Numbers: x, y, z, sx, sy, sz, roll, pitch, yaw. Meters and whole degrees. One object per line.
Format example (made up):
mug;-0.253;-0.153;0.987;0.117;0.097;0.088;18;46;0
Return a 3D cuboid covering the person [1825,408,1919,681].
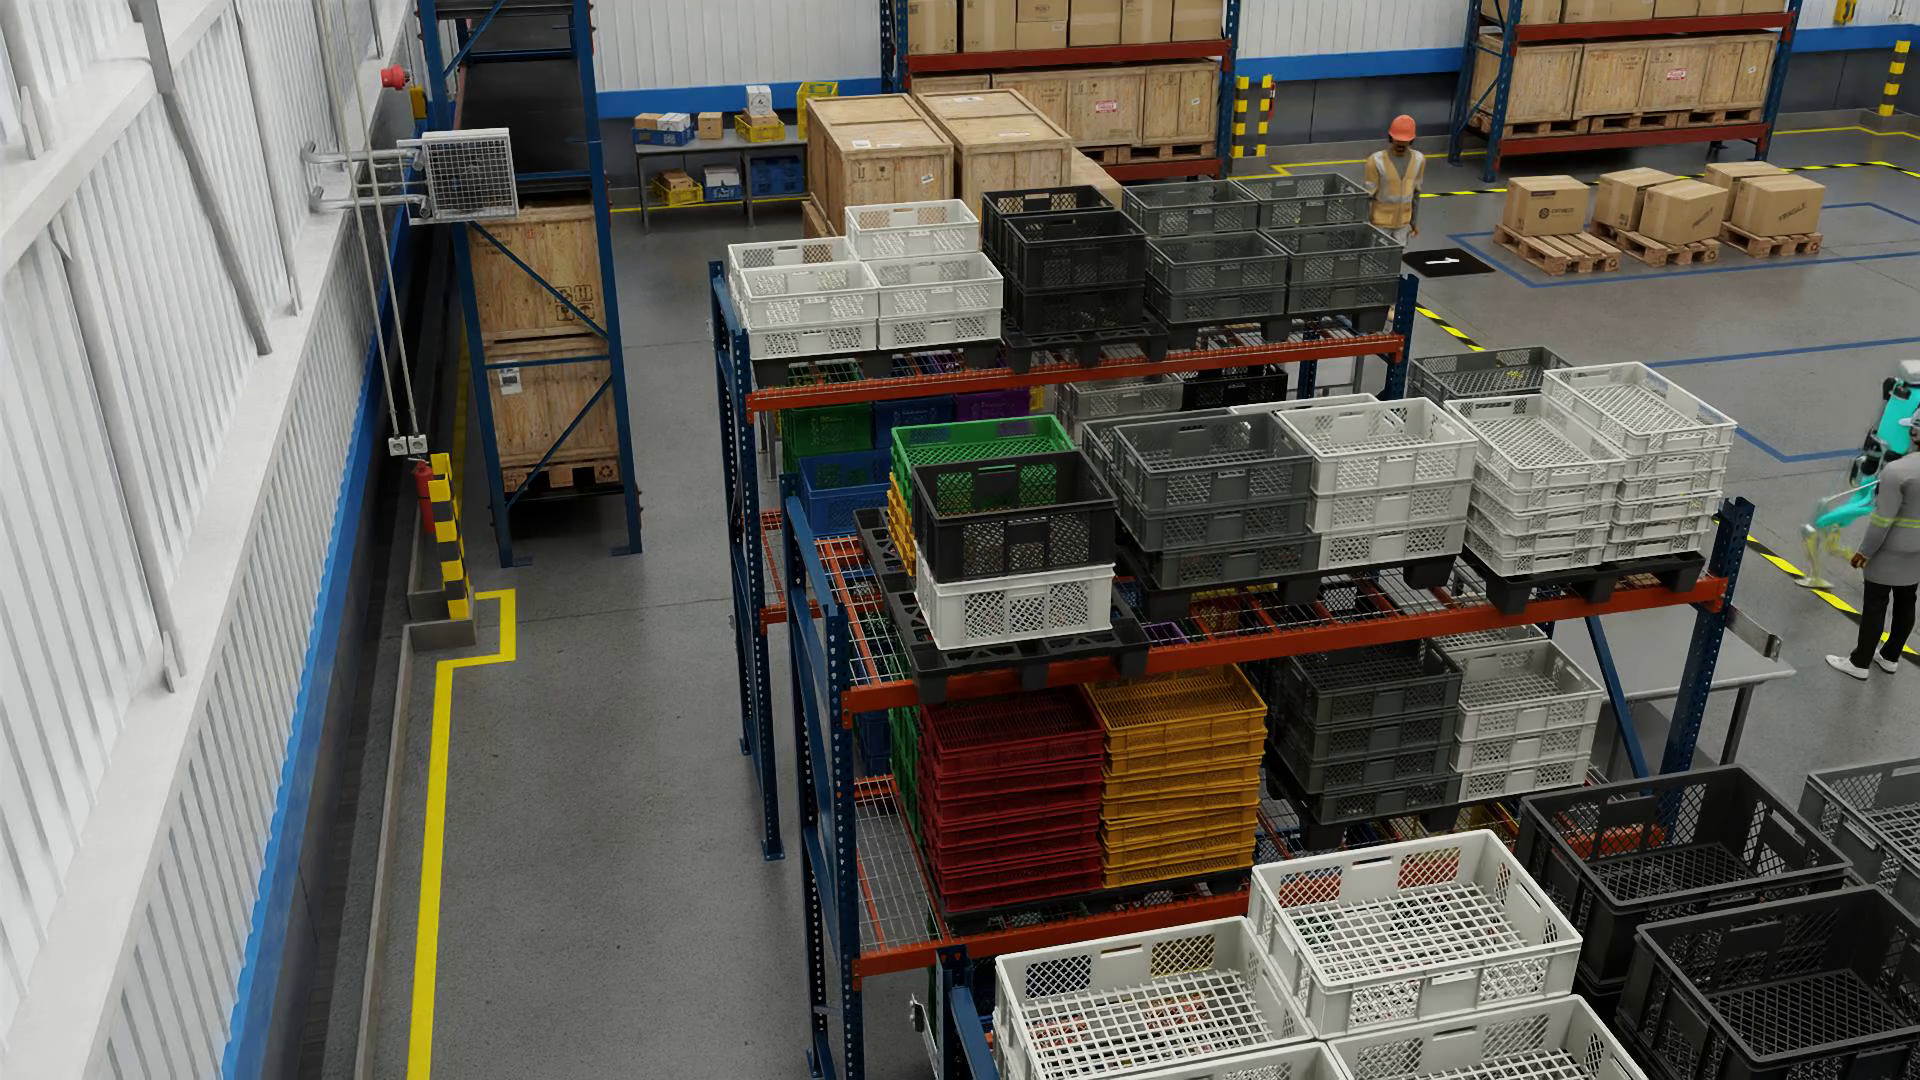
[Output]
person;5.818;0.012;10.328;0.588;1.849;0.394;-7;29;-14

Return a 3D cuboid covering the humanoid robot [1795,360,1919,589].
humanoid robot;6.043;-0.376;11.170;1.003;1.719;0.546;-1;28;-2

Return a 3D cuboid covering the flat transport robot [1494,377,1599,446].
flat transport robot;4.780;-1.036;14.013;0.659;0.231;1.431;-6;28;-12

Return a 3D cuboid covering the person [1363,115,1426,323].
person;4.136;-3.058;15.949;0.613;2.039;0.380;-7;29;-13
